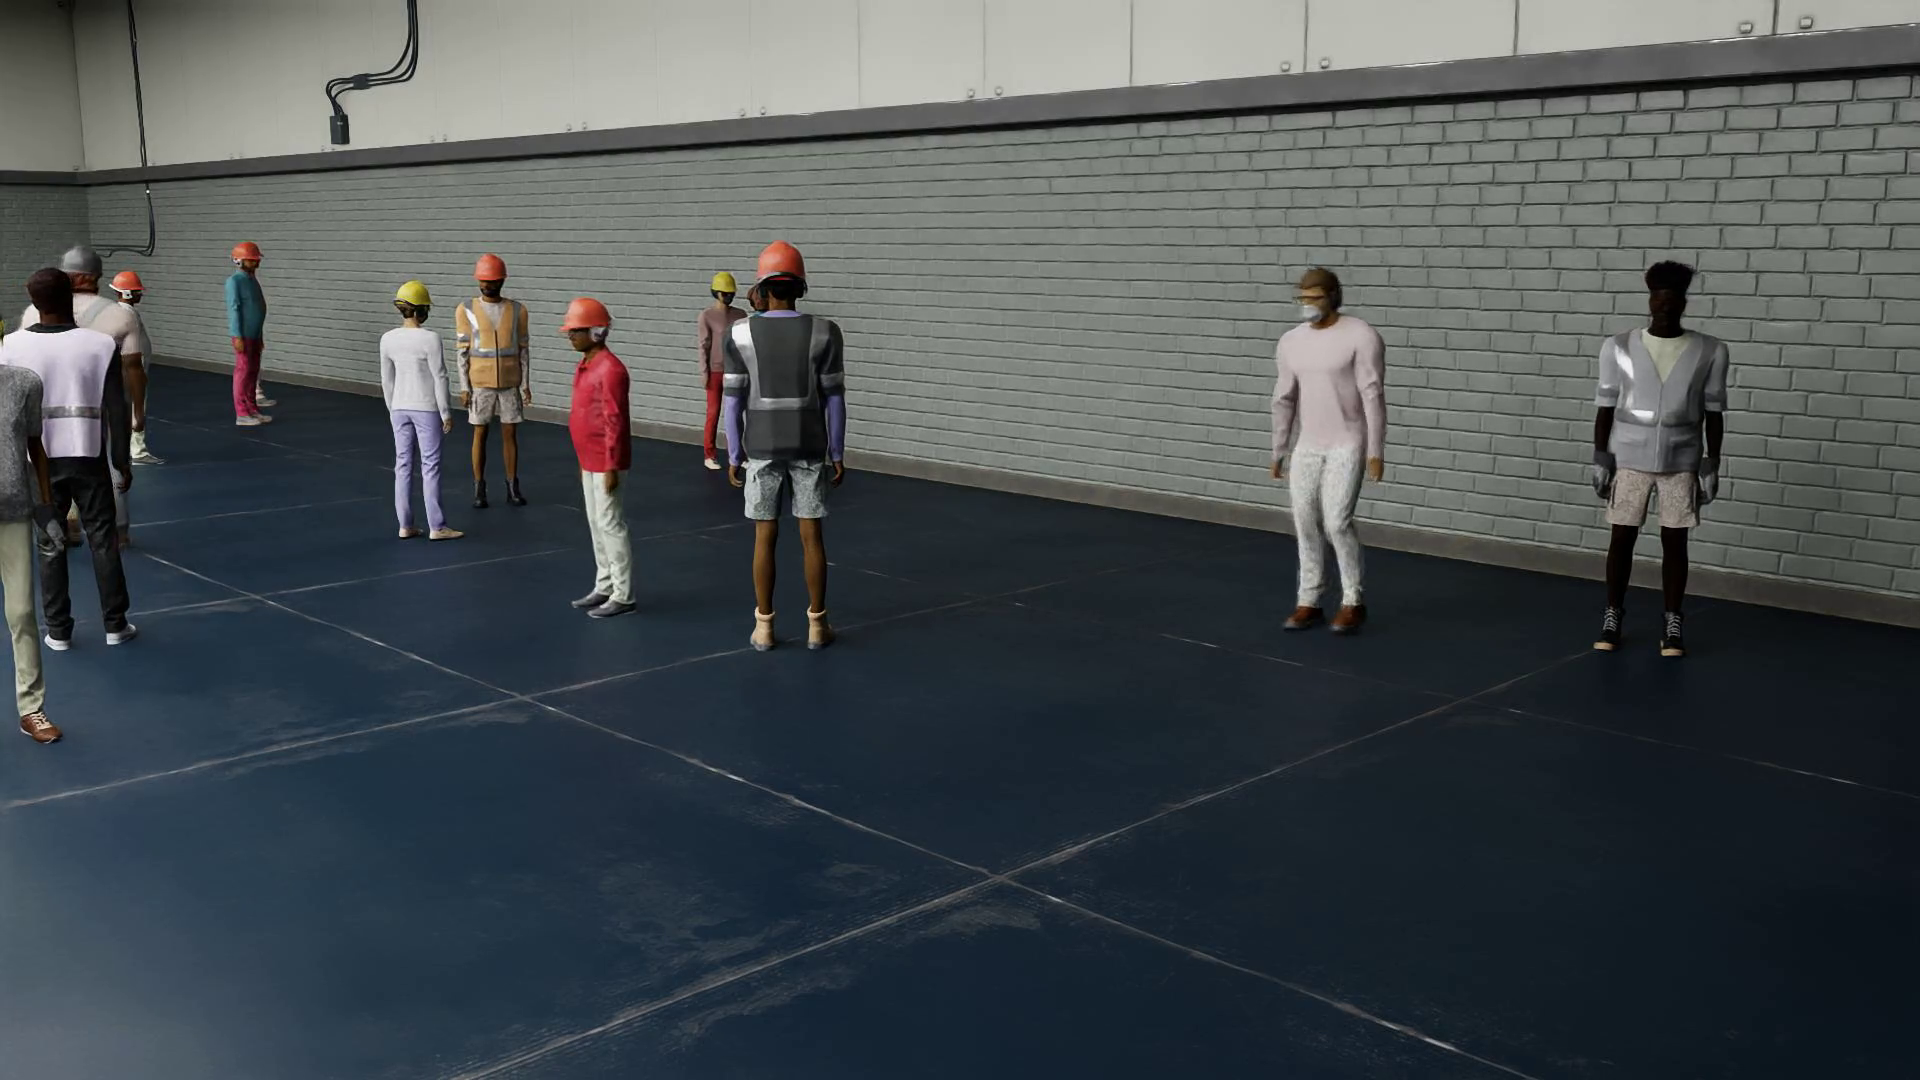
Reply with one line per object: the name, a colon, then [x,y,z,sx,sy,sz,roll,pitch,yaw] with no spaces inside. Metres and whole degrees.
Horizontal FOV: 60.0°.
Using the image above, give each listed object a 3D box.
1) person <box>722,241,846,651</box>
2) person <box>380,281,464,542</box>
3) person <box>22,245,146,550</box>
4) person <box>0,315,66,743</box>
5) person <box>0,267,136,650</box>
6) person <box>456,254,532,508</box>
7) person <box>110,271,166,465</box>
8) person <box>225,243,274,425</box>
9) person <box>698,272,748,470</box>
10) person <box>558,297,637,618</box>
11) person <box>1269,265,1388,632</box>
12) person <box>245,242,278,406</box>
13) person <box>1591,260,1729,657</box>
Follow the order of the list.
person: [-0.873,-0.459,8.327,0.607,2.048,0.370,-1,10,-5]
person: [-3.684,-0.870,11.336,0.523,1.769,0.315,4,11,21]
person: [-5.677,-0.922,10.872,0.695,2.000,0.599,-3,11,-16]
person: [-3.911,-0.069,6.703,0.533,1.863,0.317,-9,14,-40]
person: [-4.489,-0.399,8.359,0.590,1.916,0.389,-5,11,-24]
person: [-3.551,-1.211,12.739,0.547,1.934,0.376,-5,11,-24]
person: [-7.516,-1.562,15.147,0.330,1.751,0.563,-8,13,-39]
person: [-7.832,-2.265,18.319,0.396,1.992,0.623,0,10,-1]
person: [-2.089,-1.499,14.815,0.525,1.756,0.354,-10,14,-42]
person: [-1.997,-0.452,9.124,0.361,1.744,0.579,-6,12,-29]
person: [1.927,-0.467,8.731,0.416,1.928,0.682,-9,14,-40]
person: [-8.627,-2.626,20.286,0.381,1.994,0.622,-7,13,-35]
person: [3.443,-0.396,8.238,0.609,1.958,0.381,4,11,21]
